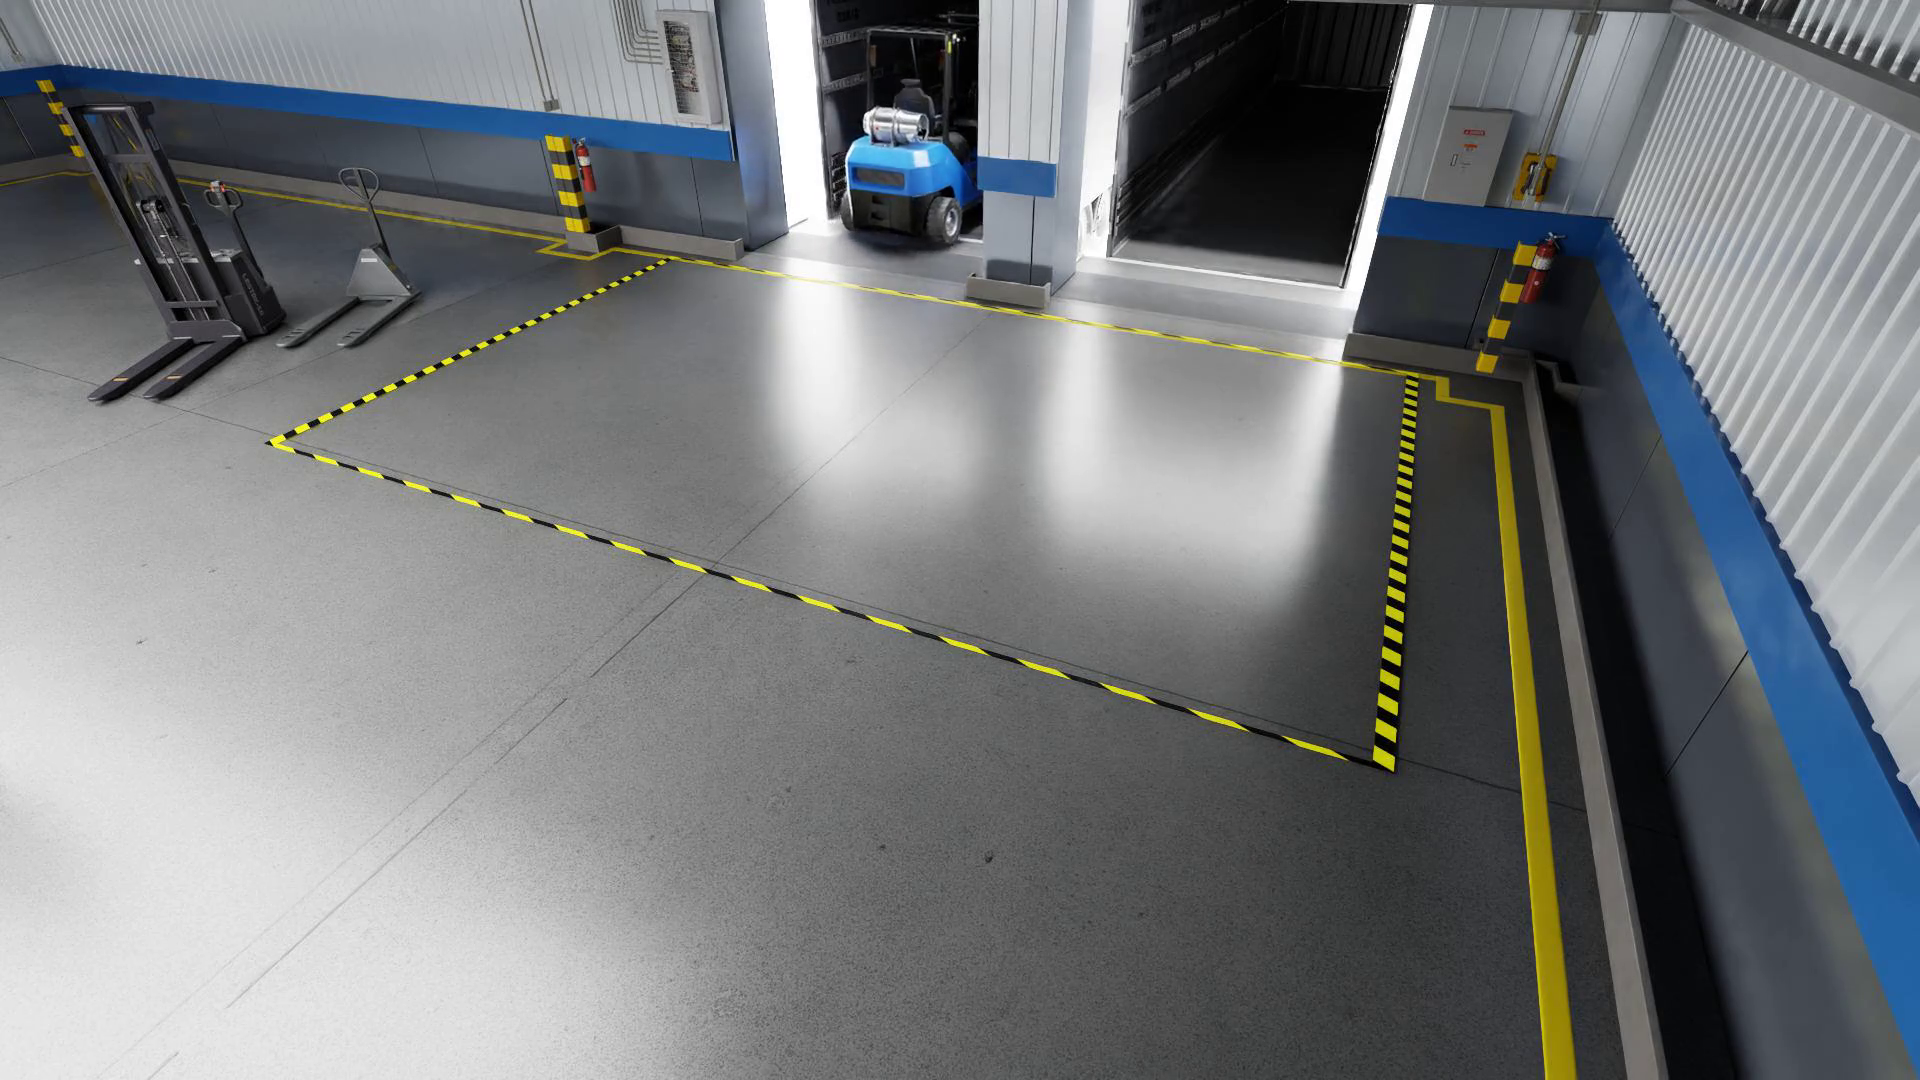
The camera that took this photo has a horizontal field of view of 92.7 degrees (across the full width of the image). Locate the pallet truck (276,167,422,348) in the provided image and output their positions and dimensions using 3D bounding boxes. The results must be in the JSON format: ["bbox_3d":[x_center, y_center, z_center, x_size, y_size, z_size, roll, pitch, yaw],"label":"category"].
[{"bbox_3d":[-5.732,-2.611,8.414,0.680,1.201,1.601,-1,35,-1],"label":"pallet truck"}]

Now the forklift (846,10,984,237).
[{"bbox_3d":[-0.305,-4.964,10.792,1.157,2.036,2.680,16,38,21],"label":"forklift"}]

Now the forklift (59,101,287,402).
[{"bbox_3d":[-6.686,-2.387,7.434,0.823,1.965,1.885,-3,35,-5],"label":"forklift"}]
